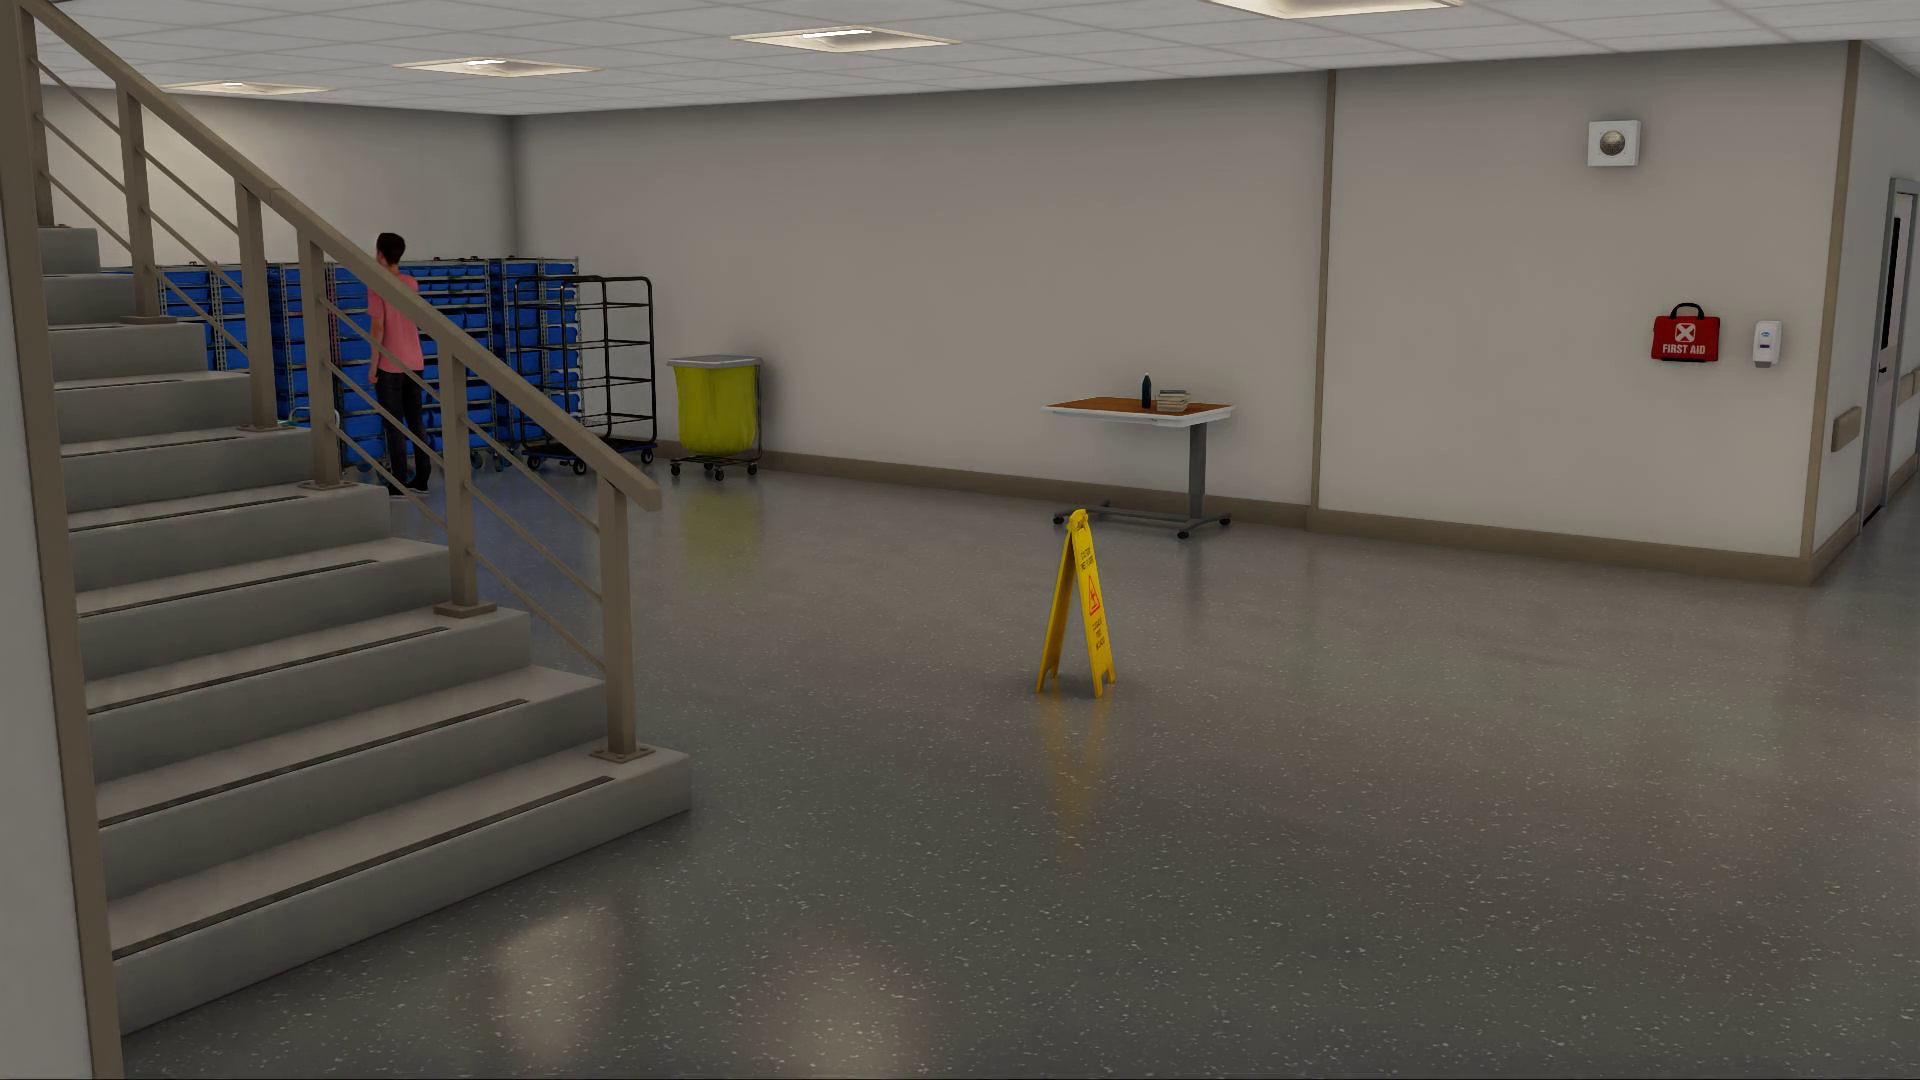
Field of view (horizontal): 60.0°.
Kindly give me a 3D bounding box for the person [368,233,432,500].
[{"bbox_3d":[-4.194,-1.304,12.419,0.606,1.958,0.656,5,12,24],"label":"person"}]
